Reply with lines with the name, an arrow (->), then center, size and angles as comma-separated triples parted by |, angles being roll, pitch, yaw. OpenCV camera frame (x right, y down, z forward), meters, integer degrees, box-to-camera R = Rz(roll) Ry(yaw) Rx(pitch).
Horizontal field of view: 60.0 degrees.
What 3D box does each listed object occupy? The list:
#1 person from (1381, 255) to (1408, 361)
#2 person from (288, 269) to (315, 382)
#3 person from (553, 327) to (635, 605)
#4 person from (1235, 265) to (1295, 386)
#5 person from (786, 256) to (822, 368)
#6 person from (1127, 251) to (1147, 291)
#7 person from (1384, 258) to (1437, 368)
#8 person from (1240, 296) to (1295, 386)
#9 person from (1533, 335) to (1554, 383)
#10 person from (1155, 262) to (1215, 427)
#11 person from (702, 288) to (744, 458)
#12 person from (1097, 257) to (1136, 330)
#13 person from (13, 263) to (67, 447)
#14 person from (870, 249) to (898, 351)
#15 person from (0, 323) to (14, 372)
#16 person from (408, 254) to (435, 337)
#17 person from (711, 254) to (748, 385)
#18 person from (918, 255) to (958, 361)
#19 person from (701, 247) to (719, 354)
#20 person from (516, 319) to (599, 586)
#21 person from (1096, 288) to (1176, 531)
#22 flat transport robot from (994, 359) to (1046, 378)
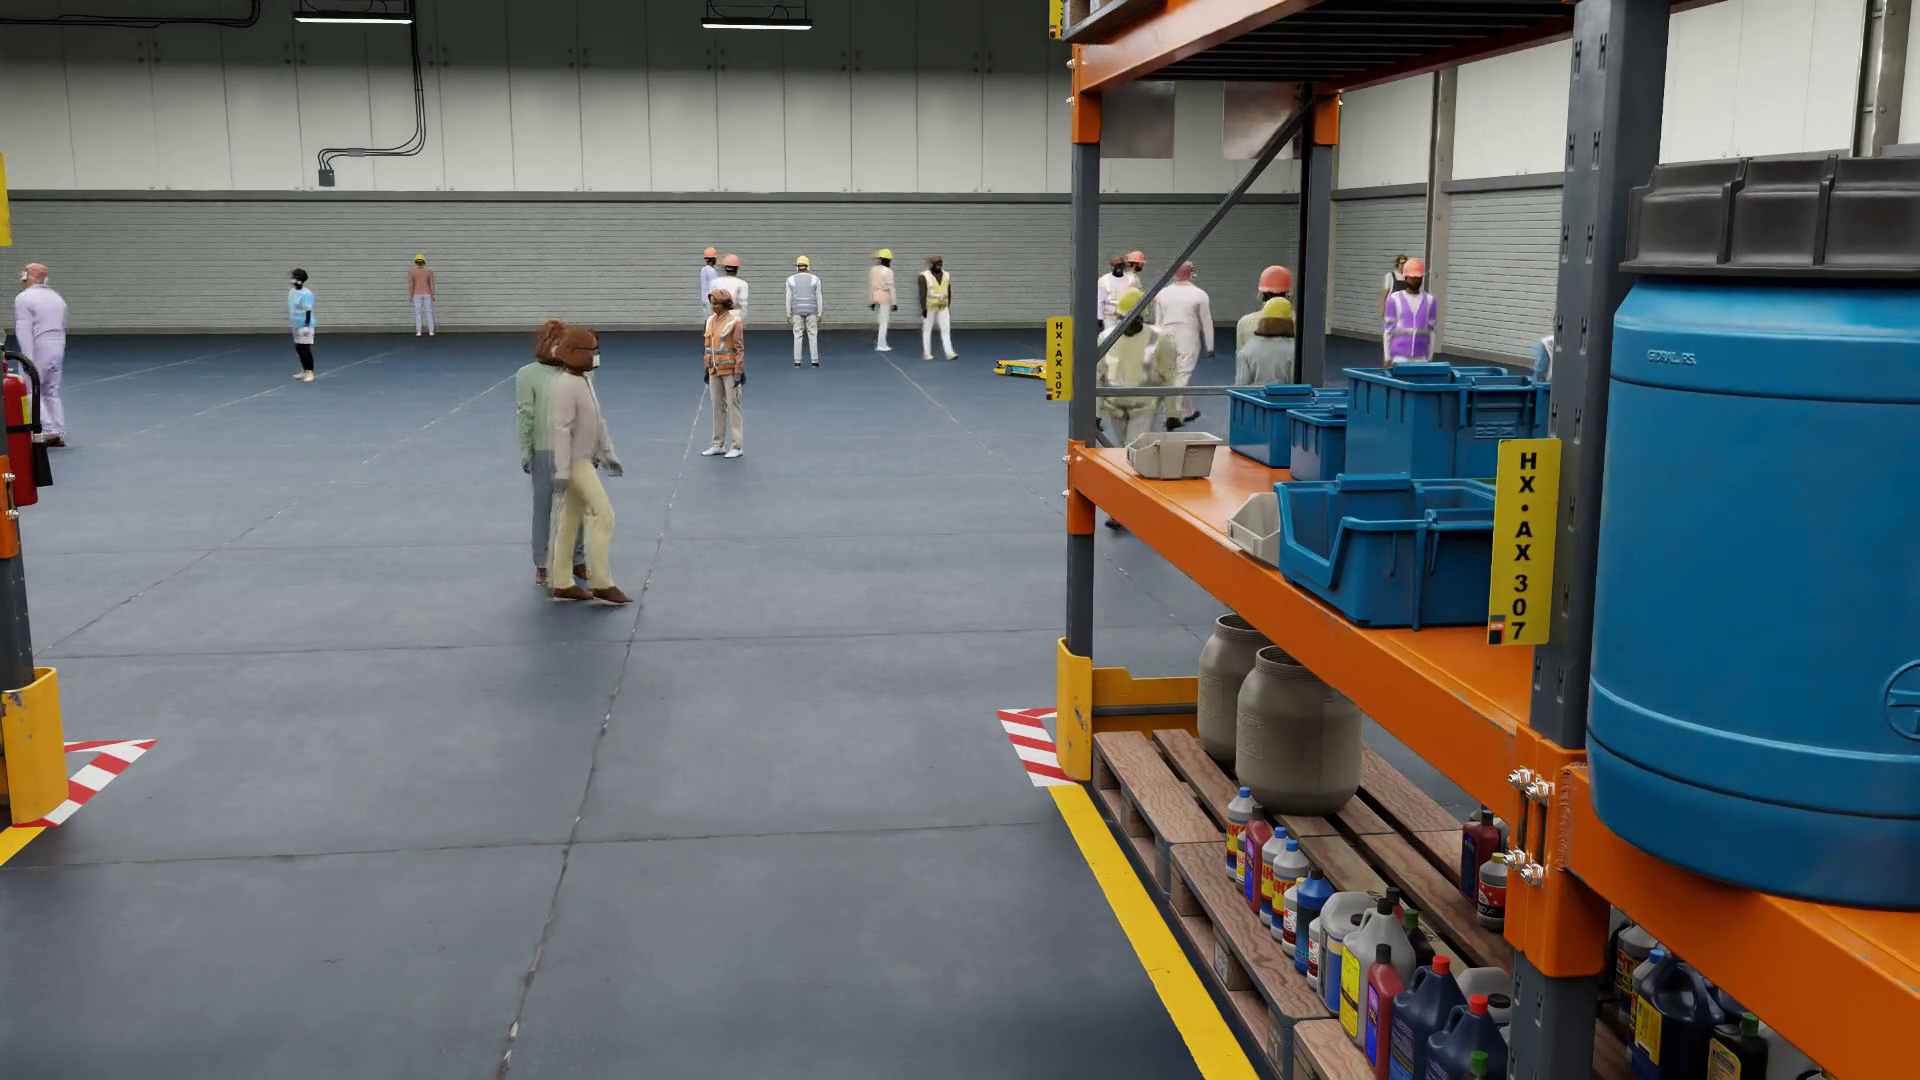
person -> 7.478, -3.907, 28.179 | 0.550, 1.821, 0.730 | -2, 10, -8
person -> -9.730, -3.163, 24.548 | 0.650, 1.673, 0.329 | 9, 14, 41
person -> -2.116, -0.425, 9.665 | 0.629, 1.609, 0.509 | -1, 10, -4
person -> 2.314, -1.037, 12.172 | 0.626, 1.936, 1.076 | 5, 11, 24
person -> -2.528, -3.695, 27.031 | 0.587, 1.823, 0.403 | -1, 10, -4
person -> 2.759, -3.675, 26.681 | 0.835, 1.913, 0.556 | 3, 11, 14
person -> 4.610, -1.934, 17.096 | 0.551, 1.921, 0.516 | 0, 10, 0
person -> 2.150, -0.835, 11.637 | 0.488, 1.726, 0.664 | 8, 13, 37
person -> 4.671, -0.994, 12.735 | 0.538, 1.623, 0.433 | 0, 10, -1
person -> 2.563, -2.223, 18.888 | 0.672, 1.853, 1.015 | 8, 13, 37
person -> -2.289, -1.613, 16.119 | 0.514, 1.640, 0.310 | 9, 13, 39
person -> 2.413, -3.406, 25.448 | 0.647, 1.817, 0.696 | -1, 10, -4
person -> -9.284, -1.861, 16.865 | 0.512, 1.867, 0.716 | 2, 10, 9
person -> -1.377, -4.495, 31.180 | 0.594, 1.905, 0.609 | -9, 13, -39
person -> -15.151, -3.547, 25.961 | 0.612, 1.908, 0.650 | 4, 11, 20
person -> -11.544, -5.240, 35.687 | 0.535, 1.776, 0.353 | -4, 11, -21
person -> -3.262, -3.101, 23.616 | 0.552, 1.882, 1.016 | 0, 10, 2
person -> -0.381, -3.992, 28.710 | 0.651, 1.799, 0.903 | -6, 12, -28
person -> -4.495, -4.317, 30.113 | 0.349, 1.940, 0.551 | -6, 12, -28
person -> -2.472, -0.544, 10.262 | 0.500, 1.636, 0.281 | -6, 12, -30
person -> 1.268, -0.965, 12.234 | 0.604, 1.760, 0.929 | 6, 12, 29
flat transport robot -> 1.190, -2.629, 25.440 | 0.652, 0.197, 1.431 | -7, 12, -33
